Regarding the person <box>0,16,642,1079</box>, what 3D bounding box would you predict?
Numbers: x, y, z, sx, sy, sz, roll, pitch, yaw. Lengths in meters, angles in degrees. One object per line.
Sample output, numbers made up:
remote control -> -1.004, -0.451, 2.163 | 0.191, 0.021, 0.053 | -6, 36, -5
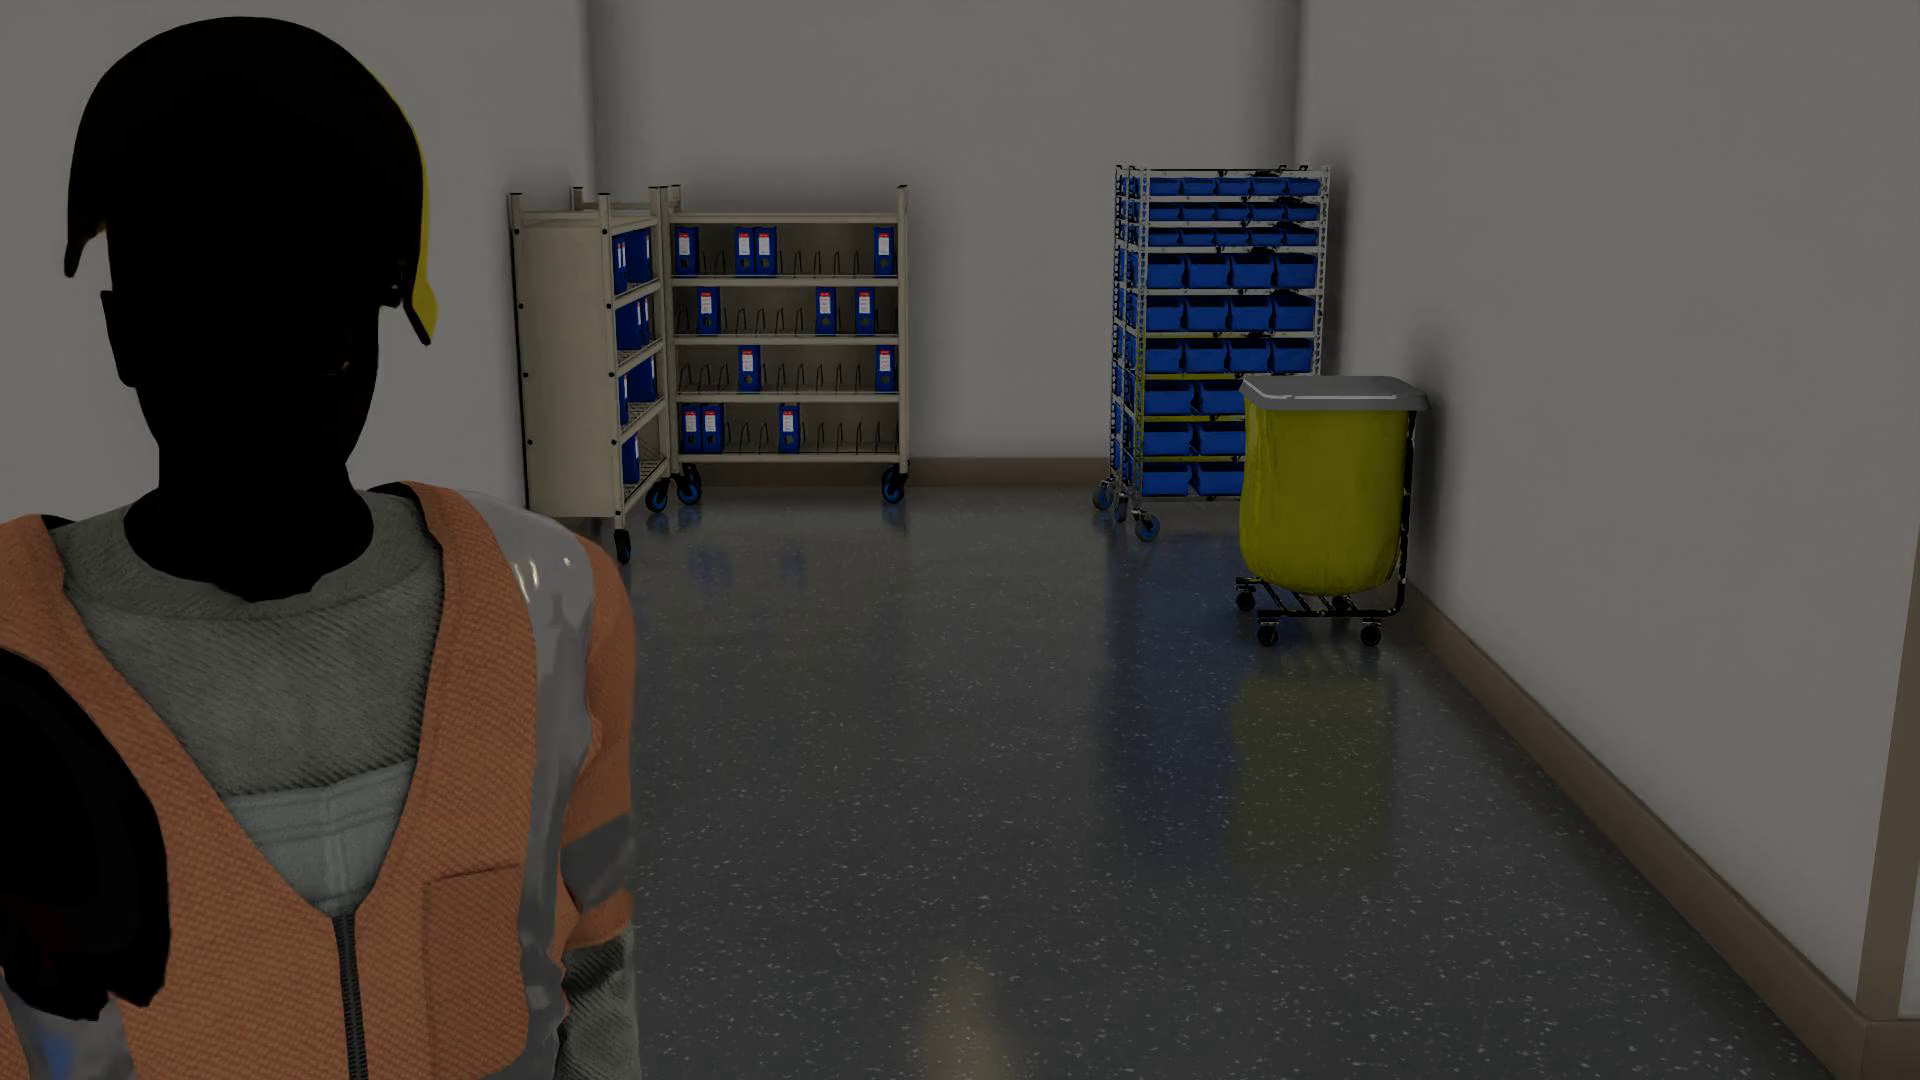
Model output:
person -> -0.467, 0.611, 1.241 | 0.585, 1.916, 0.390 | -11, 17, -38
